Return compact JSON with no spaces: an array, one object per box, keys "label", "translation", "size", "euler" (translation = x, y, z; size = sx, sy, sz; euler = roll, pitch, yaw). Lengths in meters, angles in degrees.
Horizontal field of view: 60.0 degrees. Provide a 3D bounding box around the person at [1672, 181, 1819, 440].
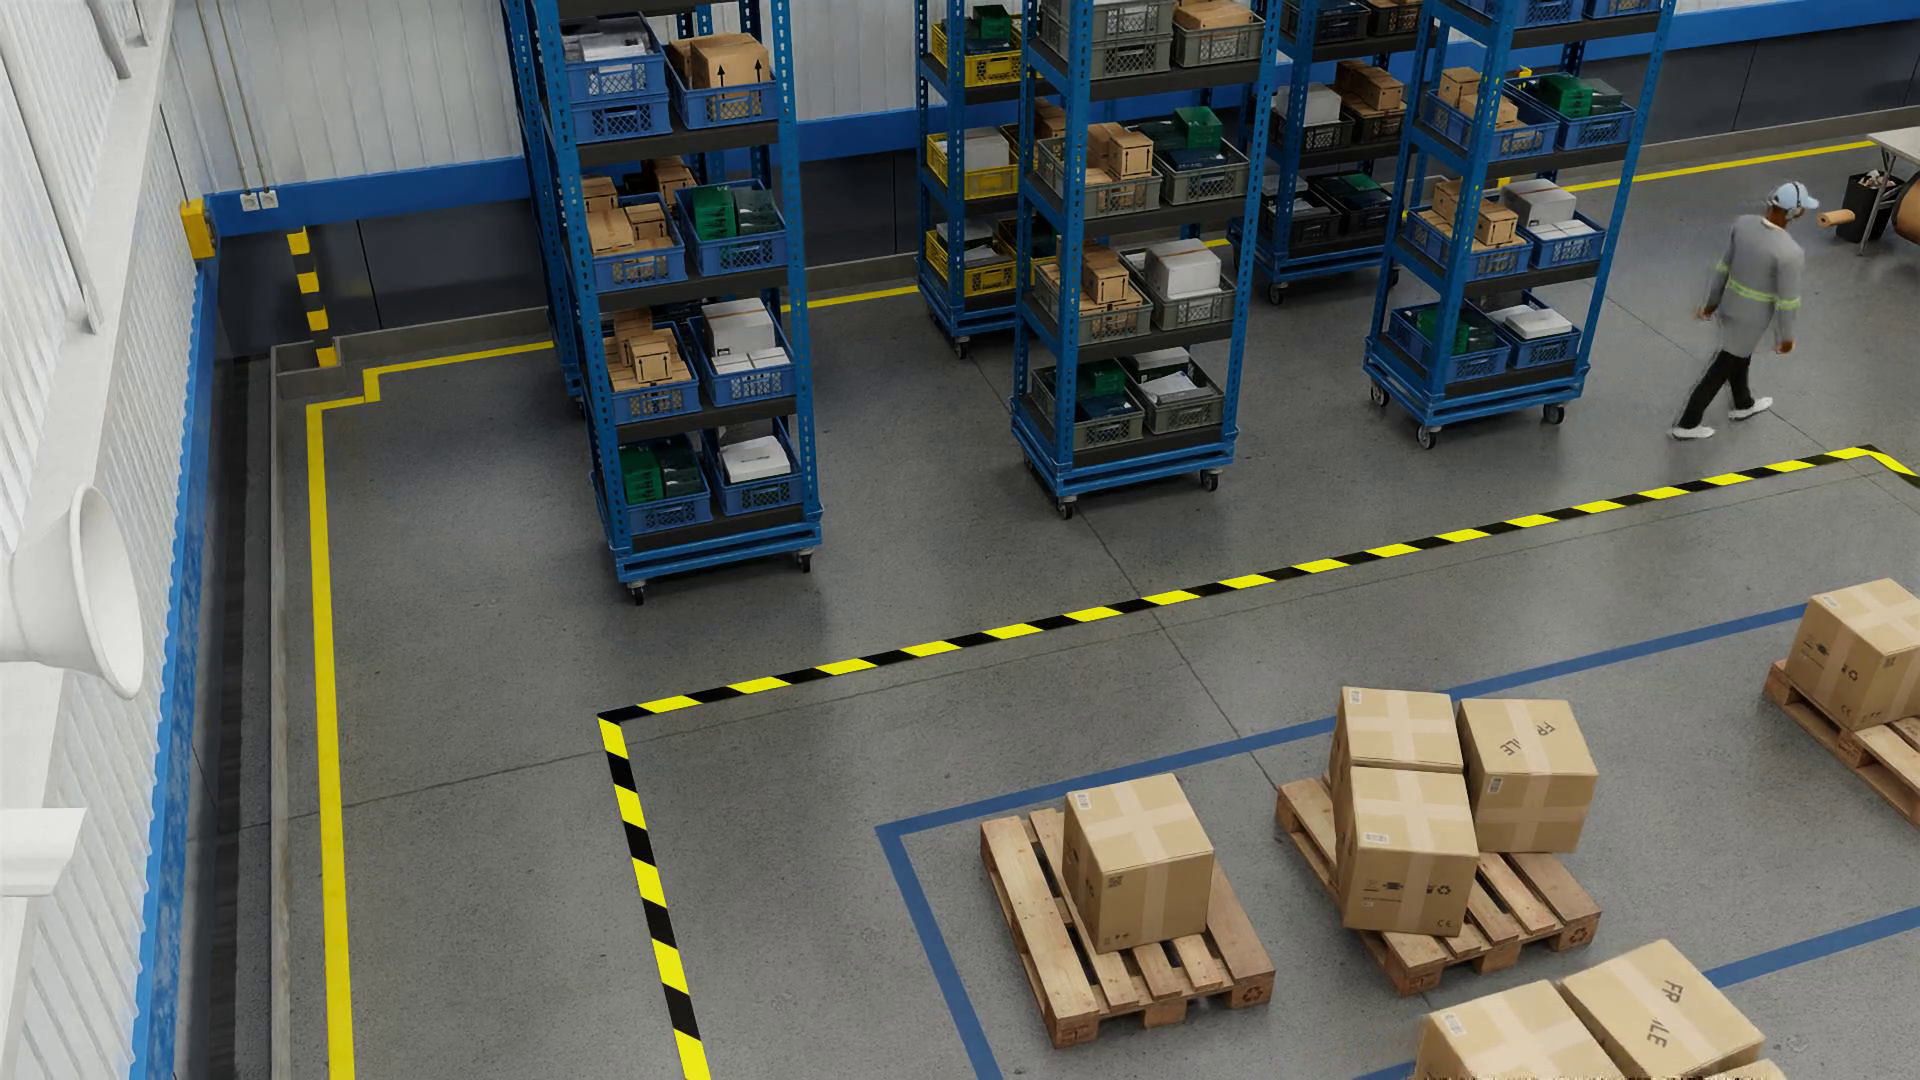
[{"label":"person","translation":[5.216,-1.473,10.794],"size":[0.898,1.811,0.618],"euler":[-8,36,-11]}]
